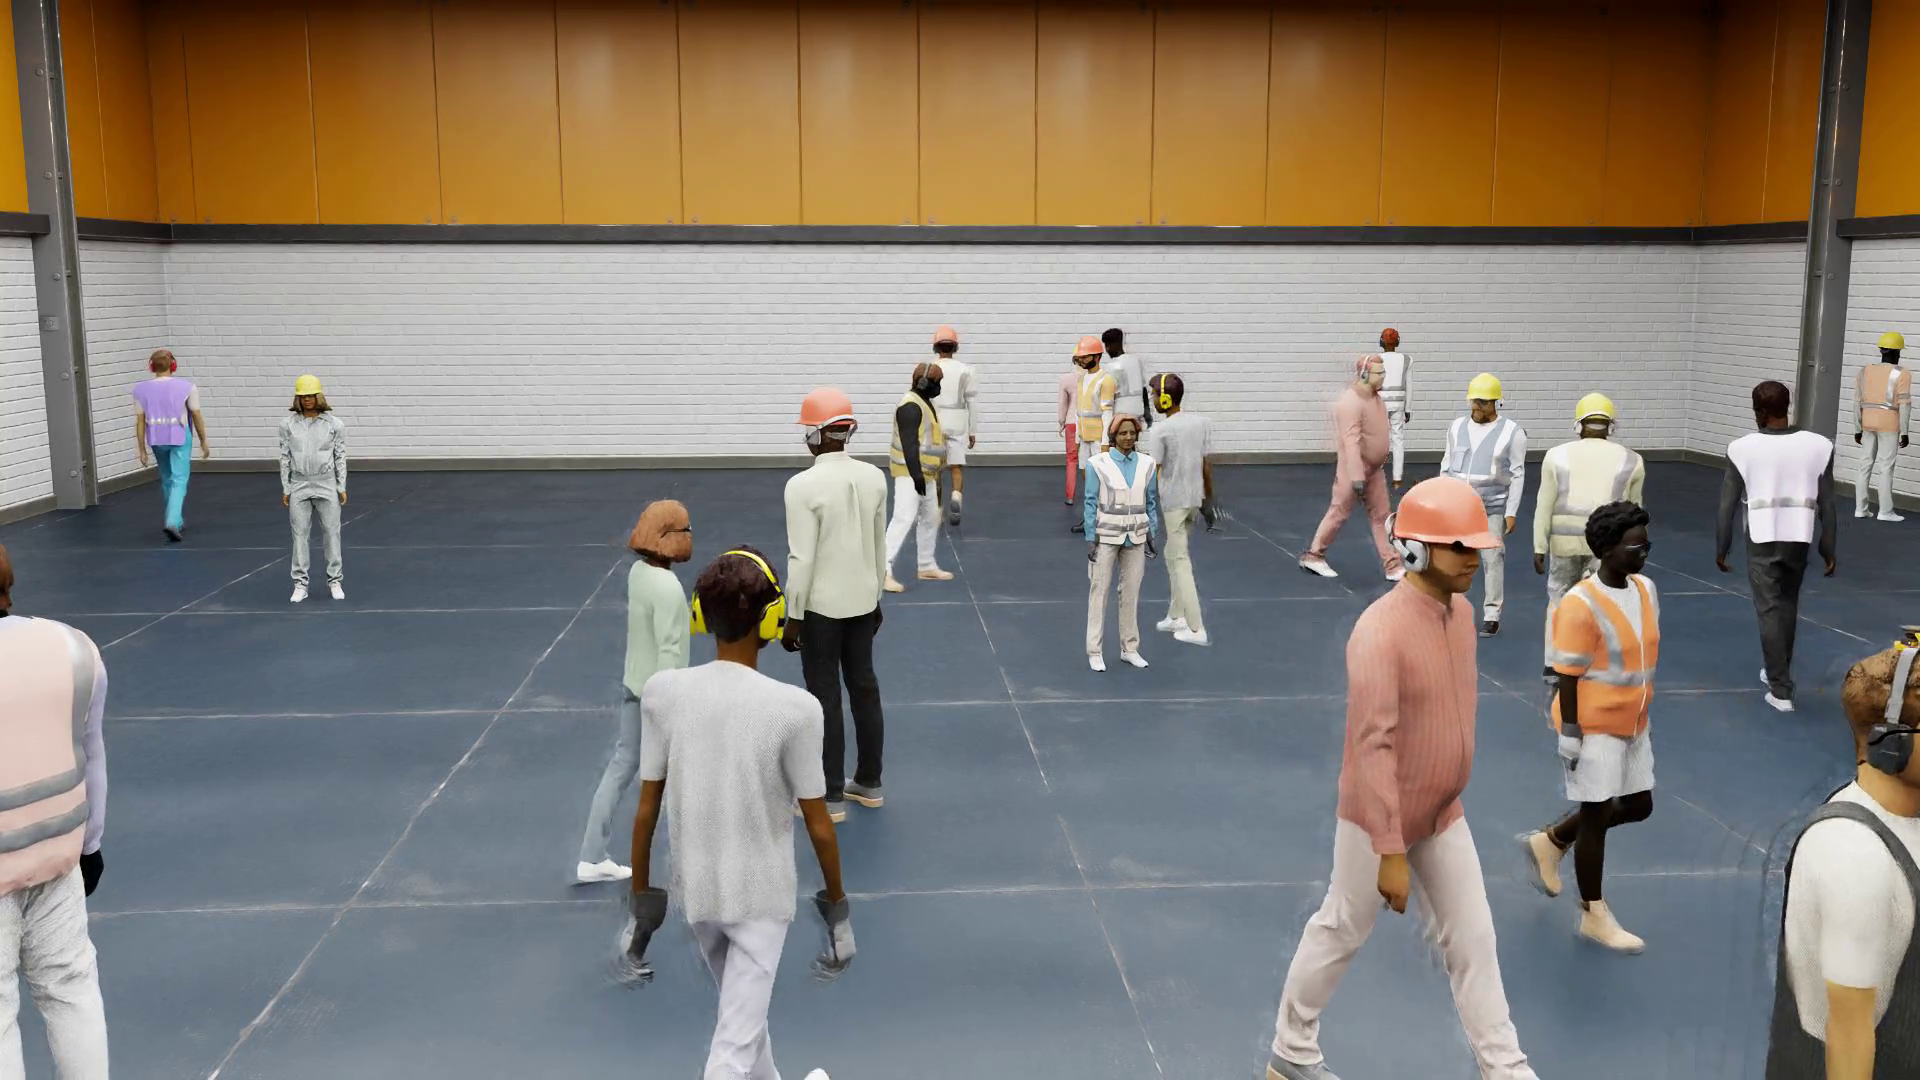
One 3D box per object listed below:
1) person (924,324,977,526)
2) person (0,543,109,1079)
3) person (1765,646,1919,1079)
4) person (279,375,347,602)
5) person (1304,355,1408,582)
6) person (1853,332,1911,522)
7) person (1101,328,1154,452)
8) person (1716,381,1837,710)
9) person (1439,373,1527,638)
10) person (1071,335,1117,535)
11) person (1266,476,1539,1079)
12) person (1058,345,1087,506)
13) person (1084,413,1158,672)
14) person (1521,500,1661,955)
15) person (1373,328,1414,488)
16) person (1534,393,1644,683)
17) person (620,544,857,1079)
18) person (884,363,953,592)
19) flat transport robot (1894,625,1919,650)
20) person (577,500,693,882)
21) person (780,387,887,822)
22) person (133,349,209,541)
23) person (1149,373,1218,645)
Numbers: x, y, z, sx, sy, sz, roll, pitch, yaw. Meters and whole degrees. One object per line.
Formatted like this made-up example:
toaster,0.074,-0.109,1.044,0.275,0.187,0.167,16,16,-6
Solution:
person,-0.139,-1.098,16.342,0.613,2.026,0.709,0,9,-2
person,-2.581,0.882,4.452,0.429,1.839,0.633,4,10,23
person,1.688,1.087,3.258,0.855,1.824,0.520,8,12,41
person,-4.957,-0.395,12.770,0.484,1.745,0.297,-3,9,-17
person,3.275,-0.579,13.591,0.993,1.862,0.661,7,12,39
person,9.400,-1.153,16.950,0.380,1.928,0.586,-4,10,-25
person,1.773,-1.415,18.658,0.929,1.910,0.678,8,12,41
person,4.765,0.009,9.796,0.622,1.878,0.871,1,9,8
person,3.595,-0.244,11.542,0.589,1.832,0.404,7,12,39
person,1.265,-0.996,15.983,0.383,1.929,0.538,-6,11,-32
person,1.326,0.786,4.751,0.656,1.936,1.034,-9,13,-44
person,1.324,-1.246,18.049,0.522,1.768,0.314,1,9,8
person,1.016,0.009,10.552,0.513,1.642,0.313,-3,10,-20
person,2.366,0.673,6.226,0.548,1.681,0.516,-7,11,-36
person,5.015,-1.537,19.500,0.575,1.885,0.355,-1,9,-4
person,3.759,0.022,9.984,0.598,1.804,0.628,3,10,20
person,-0.534,0.916,4.281,0.555,1.819,0.988,4,10,23
person,-0.378,-0.507,13.326,0.526,1.804,0.803,2,9,14
flat transport robot,6.364,0.758,10.136,0.652,0.197,1.431,1,9,5
person,-1.214,0.618,6.877,0.864,1.584,0.517,-5,11,-31
person,-0.589,0.292,7.669,0.396,1.992,0.623,8,12,40
person,-7.507,-0.906,15.782,0.580,1.808,0.928,-1,9,-6
person,1.438,-0.217,11.351,0.549,1.836,0.722,-7,11,-38
